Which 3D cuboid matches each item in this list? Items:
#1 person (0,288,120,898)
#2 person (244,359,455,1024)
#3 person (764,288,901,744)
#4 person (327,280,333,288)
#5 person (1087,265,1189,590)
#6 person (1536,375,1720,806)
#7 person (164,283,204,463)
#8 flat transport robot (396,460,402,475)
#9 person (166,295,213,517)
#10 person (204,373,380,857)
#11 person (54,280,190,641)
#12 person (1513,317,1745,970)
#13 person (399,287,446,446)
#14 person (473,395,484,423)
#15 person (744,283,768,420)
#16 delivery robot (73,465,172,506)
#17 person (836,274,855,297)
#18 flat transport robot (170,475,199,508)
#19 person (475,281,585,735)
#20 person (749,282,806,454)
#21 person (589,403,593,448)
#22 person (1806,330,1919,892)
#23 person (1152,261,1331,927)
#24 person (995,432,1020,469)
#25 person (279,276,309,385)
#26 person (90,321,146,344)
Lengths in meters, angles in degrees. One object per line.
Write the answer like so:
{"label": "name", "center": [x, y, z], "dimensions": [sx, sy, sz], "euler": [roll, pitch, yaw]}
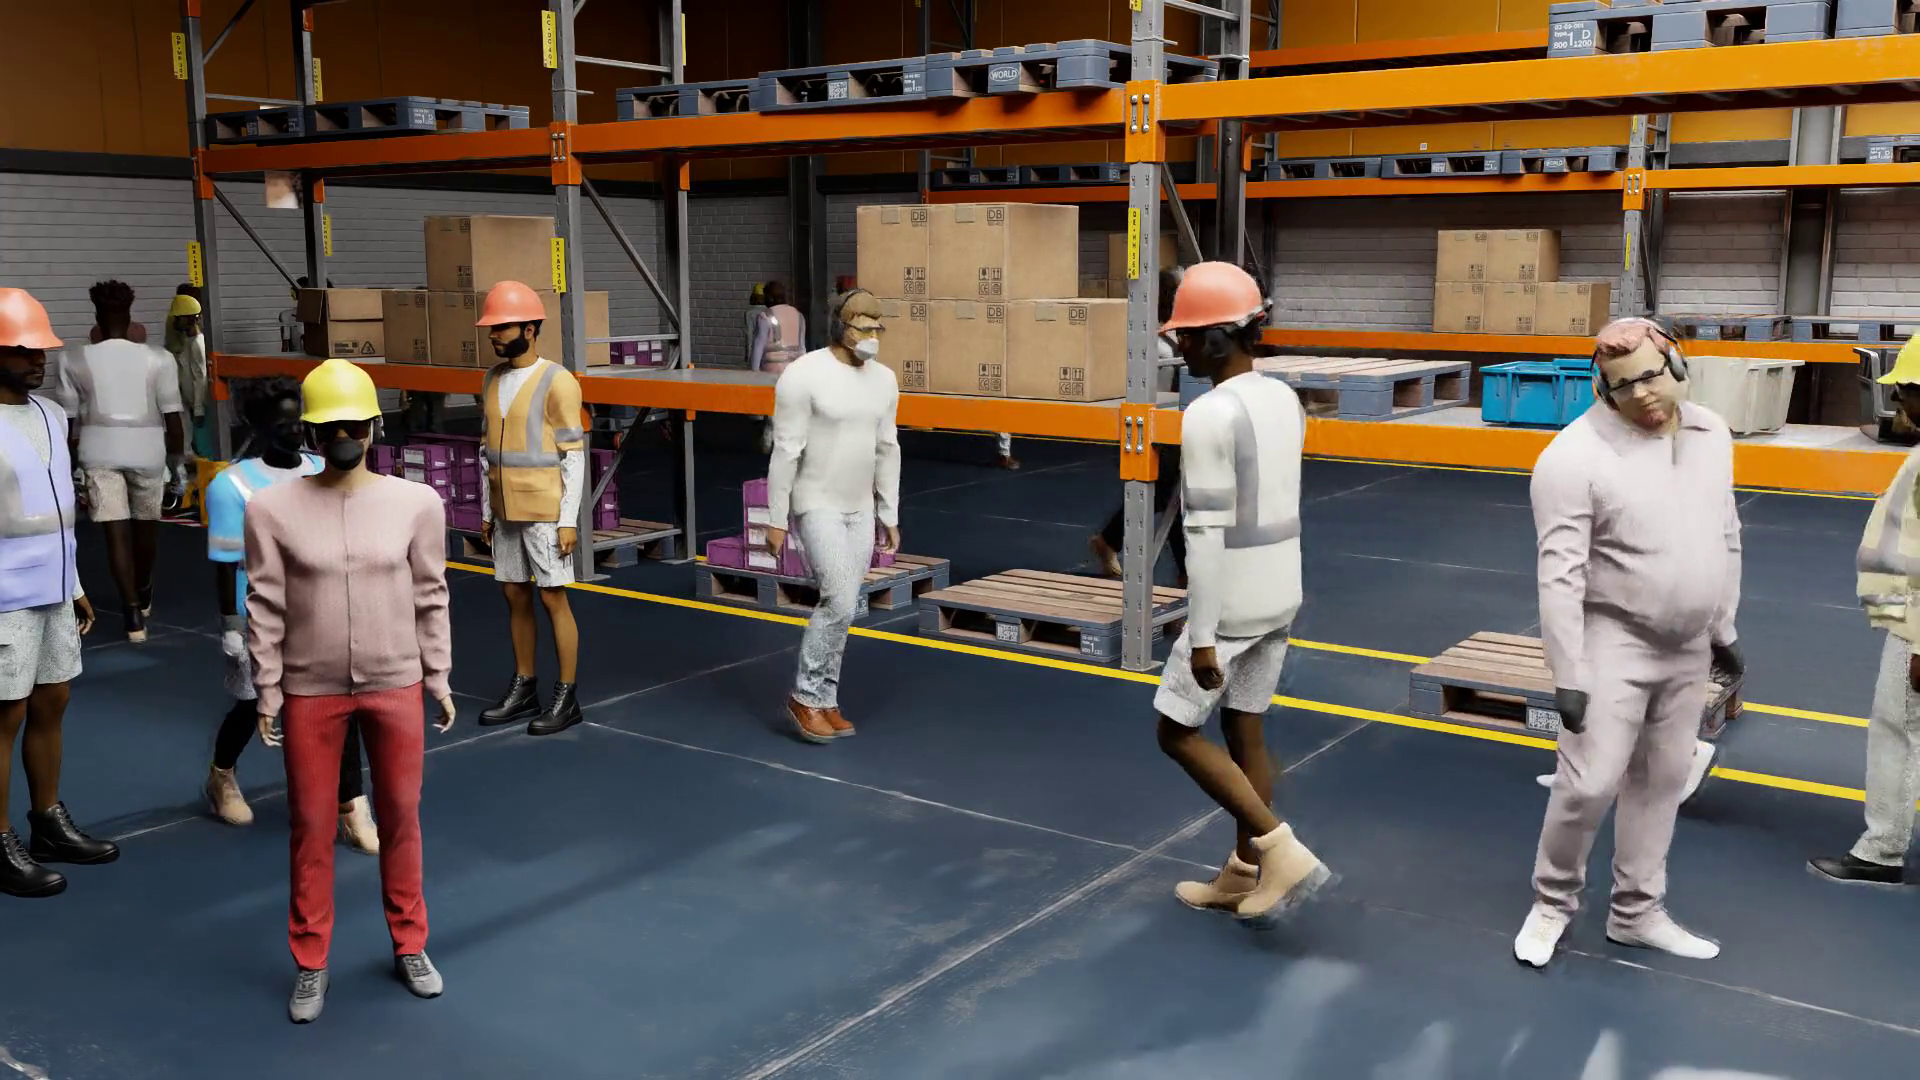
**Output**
{"label": "person", "center": [-2.997, 0.165, 5.365], "dimensions": [0.370, 1.935, 0.552], "euler": [1, 10, 7]}
{"label": "person", "center": [-1.628, 0.399, 4.476], "dimensions": [0.523, 1.769, 0.320], "euler": [-4, 11, -25]}
{"label": "person", "center": [-0.508, -0.092, 6.999], "dimensions": [0.498, 1.905, 0.660], "euler": [8, 12, 39]}
{"label": "person", "center": [-6.919, -1.939, 18.196], "dimensions": [0.513, 1.843, 0.660], "euler": [-6, 11, -34]}
{"label": "person", "center": [1.215, -0.716, 10.302], "dimensions": [0.946, 2.000, 0.684], "euler": [5, 11, 27]}
{"label": "person", "center": [2.480, 0.192, 6.112], "dimensions": [0.581, 1.626, 0.519], "euler": [6, 11, 31]}
{"label": "person", "center": [-7.586, -1.623, 16.400], "dimensions": [0.480, 1.815, 0.658], "euler": [-5, 11, -29]}
{"label": "flat transport robot", "center": [-4.869, -0.609, 14.929], "dimensions": [1.431, 0.197, 0.652], "euler": [-9, 13, -44]}
{"label": "person", "center": [-6.057, -1.058, 13.198], "dimensions": [0.347, 1.761, 0.530], "euler": [-4, 11, -25]}
{"label": "person", "center": [-2.369, 0.243, 5.758], "dimensions": [0.860, 1.660, 0.531], "euler": [7, 12, 37]}
{"label": "person", "center": [-4.597, -0.453, 9.109], "dimensions": [0.627, 1.909, 0.987], "euler": [-6, 11, -32]}
{"label": "person", "center": [1.913, 0.314, 4.699], "dimensions": [0.704, 1.870, 0.423], "euler": [-4, 10, -24]}
{"label": "person", "center": [-4.635, -1.278, 14.375], "dimensions": [0.574, 1.795, 0.634], "euler": [-9, 13, -41]}
{"label": "person", "center": [-4.698, -1.682, 16.494], "dimensions": [0.655, 1.881, 0.986], "euler": [-6, 11, -30]}
{"label": "person", "center": [-2.534, -2.401, 21.218], "dimensions": [0.487, 1.744, 0.312], "euler": [-7, 12, -34]}
{"label": "delivery robot", "center": [-6.595, -0.484, 13.058], "dimensions": [0.477, 0.478, 0.707], "euler": [7, 12, 36]}
{"label": "person", "center": [-1.257, -2.046, 18.726], "dimensions": [0.410, 1.869, 0.617], "euler": [6, 11, 30]}
{"label": "flat transport robot", "center": [-5.967, -0.447, 13.962], "dimensions": [1.431, 0.197, 0.652], "euler": [-6, 11, -32]}
{"label": "person", "center": [-1.865, -0.131, 7.126], "dimensions": [0.553, 1.935, 0.363], "euler": [6, 11, 32]}
{"label": "person", "center": [-1.959, -1.746, 17.151], "dimensions": [0.861, 1.801, 0.655], "euler": [7, 12, 37]}
{"label": "person", "center": [-3.552, -1.473, 14.961], "dimensions": [0.641, 1.995, 0.445], "euler": [0, 10, -2]}
{"label": "person", "center": [3.132, 0.247, 5.234], "dimensions": [0.634, 1.818, 0.601], "euler": [6, 11, 30]}
{"label": "person", "center": [0.837, 0.194, 4.950], "dimensions": [0.529, 2.022, 0.630], "euler": [8, 12, 40]}
{"label": "person", "center": [0.527, -1.631, 16.133], "dimensions": [0.594, 1.921, 0.630], "euler": [9, 13, 42]}
{"label": "person", "center": [-6.346, -1.623, 16.213], "dimensions": [0.335, 1.873, 0.519], "euler": [9, 13, 43]}
{"label": "person", "center": [-8.123, -1.551, 16.124], "dimensions": [0.540, 1.749, 0.397], "euler": [-1, 10, -7]}
